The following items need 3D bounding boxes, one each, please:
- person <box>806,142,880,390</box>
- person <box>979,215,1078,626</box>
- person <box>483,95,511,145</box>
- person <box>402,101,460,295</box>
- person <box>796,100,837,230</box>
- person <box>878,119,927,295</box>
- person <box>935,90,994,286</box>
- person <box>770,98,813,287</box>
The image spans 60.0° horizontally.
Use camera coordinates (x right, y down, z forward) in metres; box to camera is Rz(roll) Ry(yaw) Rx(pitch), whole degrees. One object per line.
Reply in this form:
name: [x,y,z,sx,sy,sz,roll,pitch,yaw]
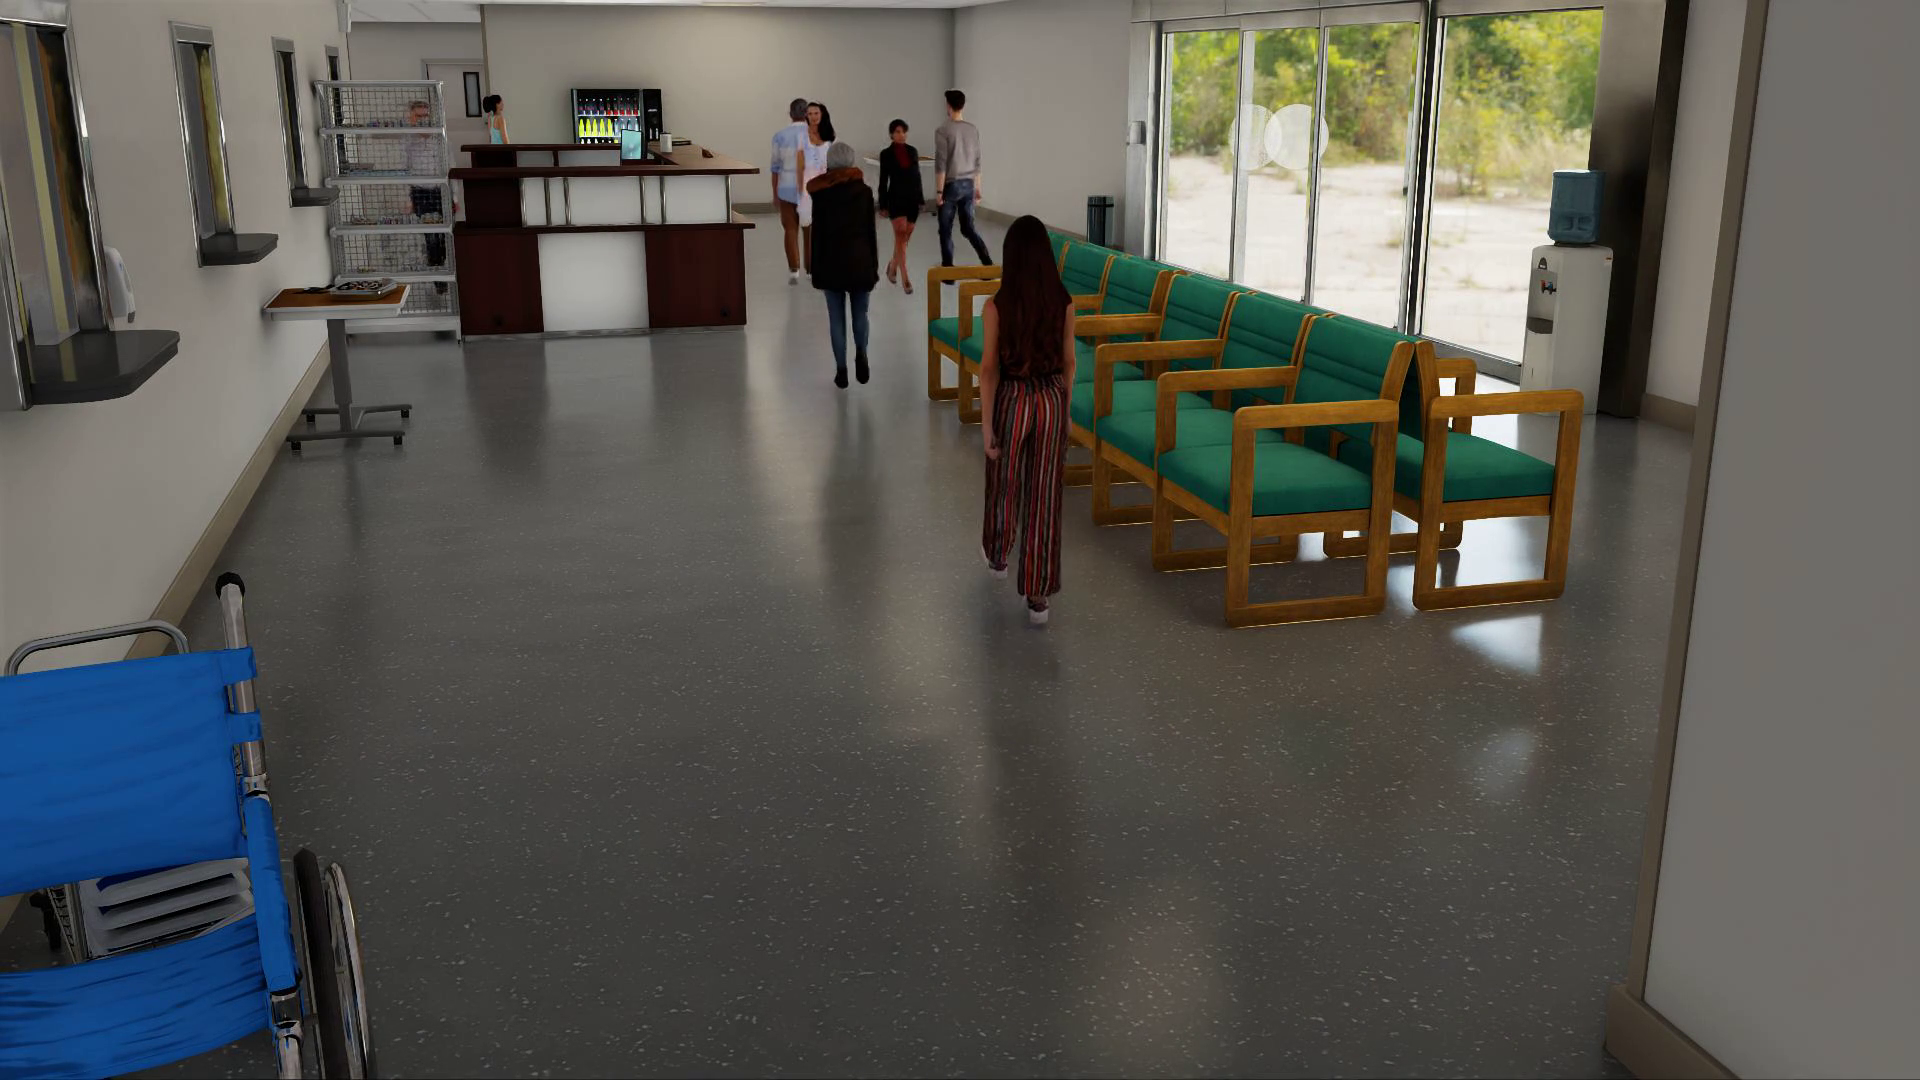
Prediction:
person: [-0.741,-1.795,11.011,0.715,1.624,0.716,-3,16,-11]
person: [0.288,-0.440,6.379,0.970,1.531,0.722,-1,16,-5]
person: [-6.434,-5.332,23.296,0.697,1.765,0.733,15,21,42]
person: [-5.039,-3.251,15.857,0.984,1.798,0.827,-8,18,-26]
person: [-1.394,-3.366,16.277,0.771,1.791,0.732,-4,16,-13]
person: [-0.579,-3.181,15.967,0.995,1.603,0.748,-7,17,-25]
person: [0.028,-3.399,16.223,1.128,1.883,0.948,-9,18,-29]
person: [-1.593,-3.375,16.305,1.132,1.794,0.852,-2,16,-7]
